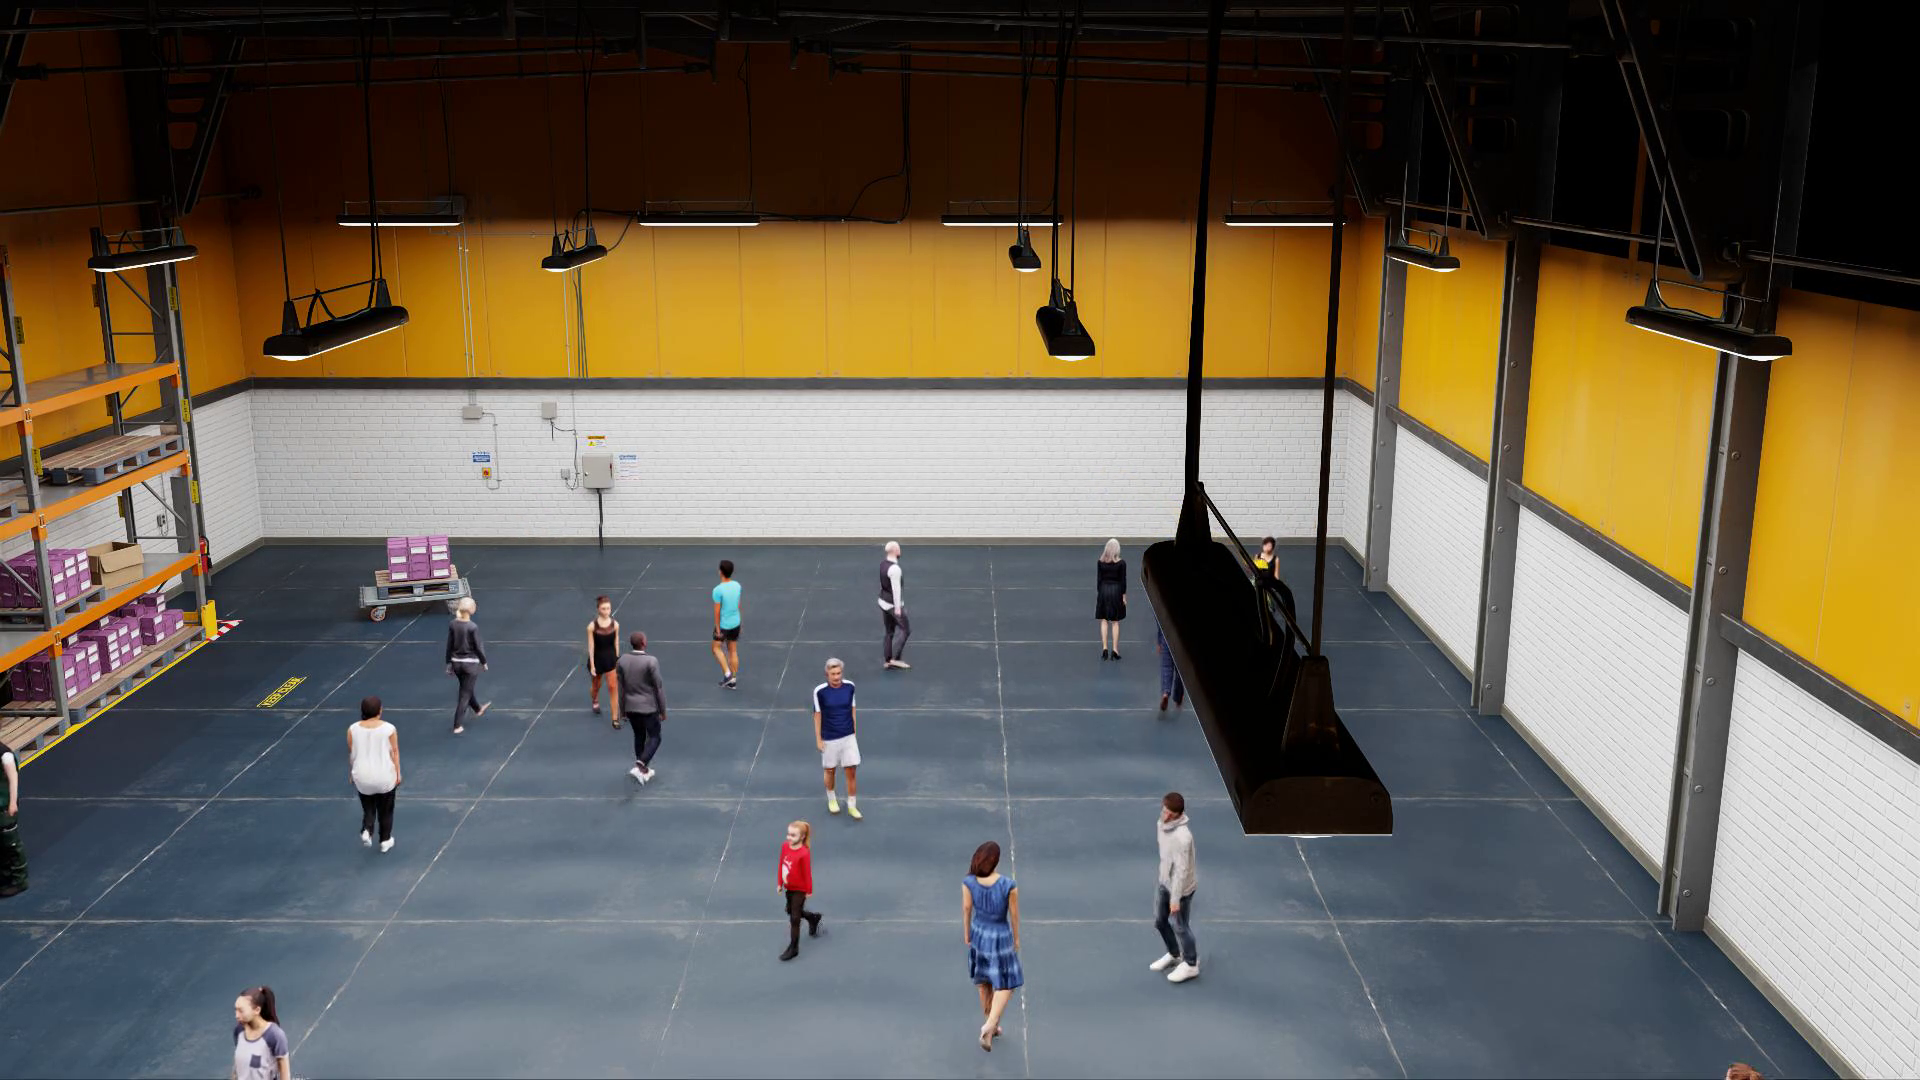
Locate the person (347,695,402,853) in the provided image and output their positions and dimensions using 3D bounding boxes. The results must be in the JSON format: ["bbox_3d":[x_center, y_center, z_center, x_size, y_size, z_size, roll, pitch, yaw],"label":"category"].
[{"bbox_3d":[-6.043,2.430,17.114,0.662,1.677,0.652,0,14,1],"label":"person"}]

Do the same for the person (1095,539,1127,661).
[{"bbox_3d":[2.132,0.837,23.549,0.662,1.746,0.642,4,14,16],"label":"person"}]

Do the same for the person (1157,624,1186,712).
[{"bbox_3d":[2.756,1.338,21.349,0.836,1.806,1.012,5,14,18],"label":"person"}]

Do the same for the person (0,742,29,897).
[{"bbox_3d":[-9.376,2.562,16.221,0.738,1.841,0.757,9,16,33],"label":"person"}]

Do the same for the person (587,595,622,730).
[{"bbox_3d":[-4.509,1.523,20.938,0.841,1.642,1.145,-5,15,-22],"label":"person"}]

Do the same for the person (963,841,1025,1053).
[{"bbox_3d":[0.241,3.293,13.302,0.851,1.794,1.004,5,14,20],"label":"person"}]

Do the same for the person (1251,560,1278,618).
[{"bbox_3d":[3.939,1.143,22.215,0.833,1.778,1.246,-3,14,-11],"label":"person"}]

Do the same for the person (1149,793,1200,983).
[{"bbox_3d":[1.932,3.006,14.471,0.886,1.802,0.798,-3,14,-12],"label":"person"}]

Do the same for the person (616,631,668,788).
[{"bbox_3d":[-3.644,1.943,18.849,0.893,1.807,1.015,4,14,17],"label":"person"}]

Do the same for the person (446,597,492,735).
[{"bbox_3d":[-6.177,1.575,20.623,0.896,1.687,1.142,5,14,19],"label":"person"}]

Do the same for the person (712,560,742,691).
[{"bbox_3d":[-3.042,1.157,22.191,0.765,1.763,0.818,-12,18,-41],"label":"person"}]

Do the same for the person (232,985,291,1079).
[{"bbox_3d":[-4.744,3.818,11.468,0.704,1.636,0.735,8,16,30],"label":"person"}]

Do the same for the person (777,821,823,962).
[{"bbox_3d":[-1.451,3.133,15.084,0.790,1.267,0.872,11,18,39],"label":"person"}]

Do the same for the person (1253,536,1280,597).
[{"bbox_3d":[4.526,0.687,24.601,0.754,1.541,0.883,7,15,27],"label":"person"}]

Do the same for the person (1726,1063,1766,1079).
[{"bbox_3d":[4.856,4.081,10.250,0.740,1.699,0.866,-4,14,-16],"label":"person"}]

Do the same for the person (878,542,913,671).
[{"bbox_3d":[-0.999,0.930,23.020,0.878,1.814,0.751,-7,15,-27],"label":"person"}]

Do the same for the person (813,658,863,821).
[{"bbox_3d":[-1.373,2.113,18.138,0.834,1.812,0.971,-5,15,-21],"label":"person"}]
